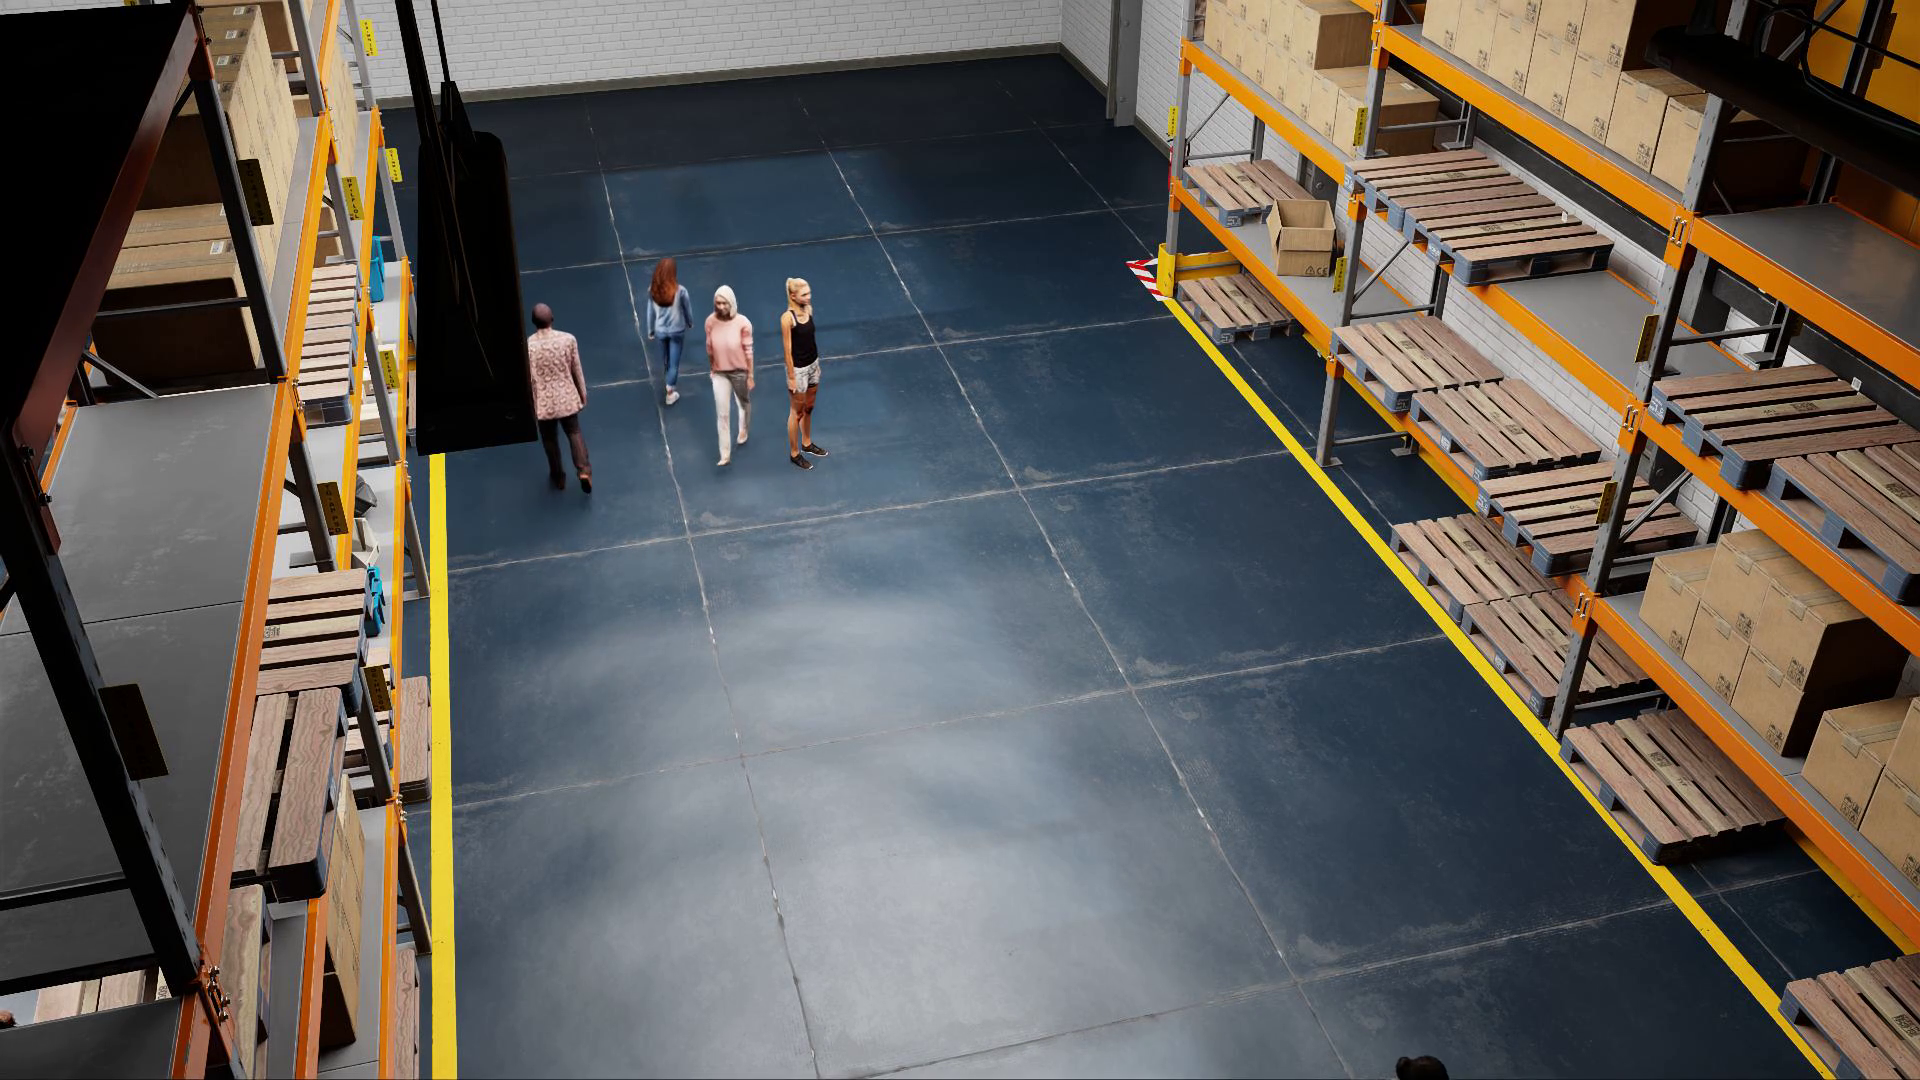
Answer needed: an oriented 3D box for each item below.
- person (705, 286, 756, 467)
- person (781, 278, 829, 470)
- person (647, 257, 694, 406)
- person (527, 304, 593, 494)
[{"bbox_3d":[-2.072,-1.575,15.298,0.861,1.679,1.173,3,34,4],"label":"person"},{"bbox_3d":[-1.439,-1.561,15.127,0.736,1.845,0.674,17,37,24],"label":"person"},{"bbox_3d":[-2.823,-1.992,16.131,0.762,1.451,0.941,3,34,5],"label":"person"},{"bbox_3d":[-3.542,-1.181,14.607,0.781,1.787,0.970,-14,36,-20],"label":"person"}]
